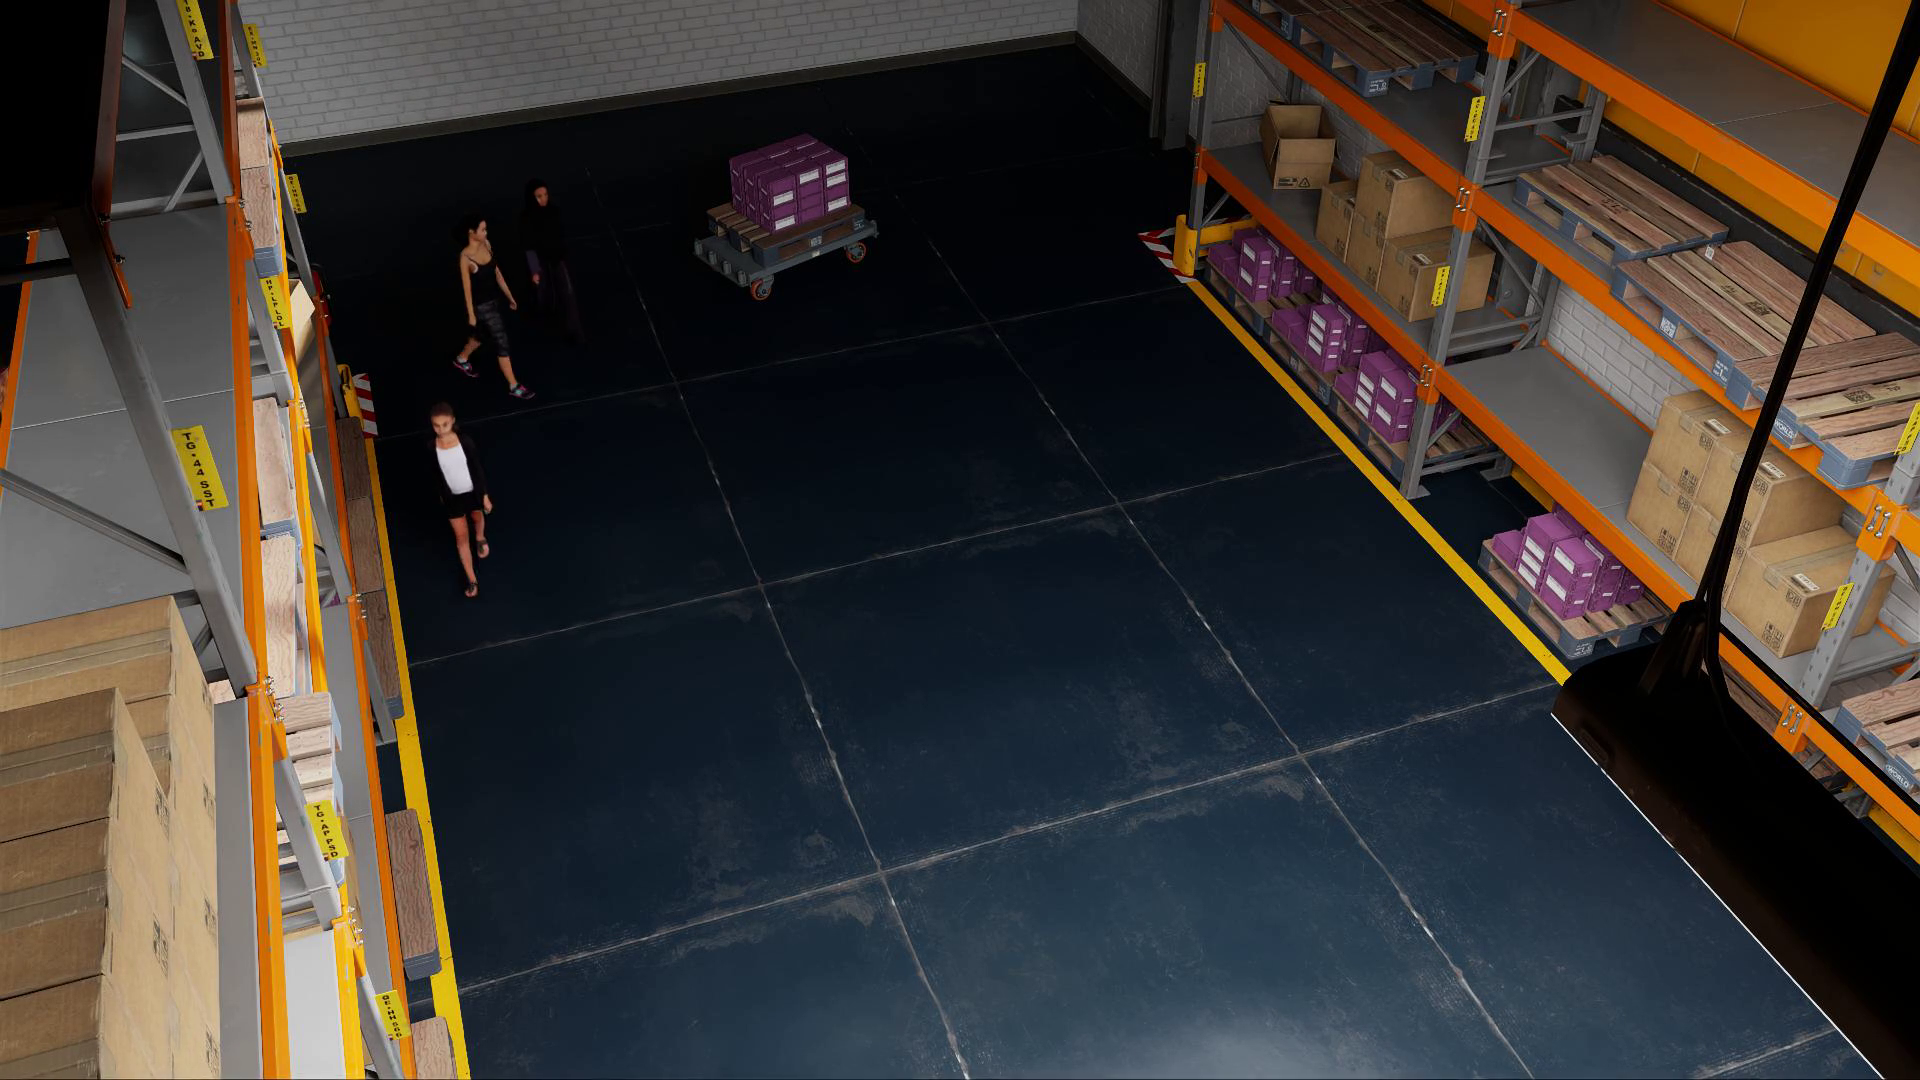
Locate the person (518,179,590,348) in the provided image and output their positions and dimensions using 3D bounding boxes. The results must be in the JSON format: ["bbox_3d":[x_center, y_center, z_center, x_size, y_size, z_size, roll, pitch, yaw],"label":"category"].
[{"bbox_3d":[-3.777,-2.544,15.071,0.863,1.590,1.113,-30,48,-32],"label":"person"}]

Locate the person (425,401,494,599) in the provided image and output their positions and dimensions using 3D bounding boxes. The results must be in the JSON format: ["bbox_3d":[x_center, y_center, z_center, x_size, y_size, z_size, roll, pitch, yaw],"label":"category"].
[{"bbox_3d":[-3.719,-0.409,12.454,0.617,1.520,1.055,-9,39,-11],"label":"person"}]

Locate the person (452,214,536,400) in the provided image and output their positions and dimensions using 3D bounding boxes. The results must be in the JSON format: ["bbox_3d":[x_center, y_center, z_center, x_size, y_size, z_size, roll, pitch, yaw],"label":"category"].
[{"bbox_3d":[-4.175,-2.039,14.358,1.018,1.691,1.075,10,40,12],"label":"person"}]
